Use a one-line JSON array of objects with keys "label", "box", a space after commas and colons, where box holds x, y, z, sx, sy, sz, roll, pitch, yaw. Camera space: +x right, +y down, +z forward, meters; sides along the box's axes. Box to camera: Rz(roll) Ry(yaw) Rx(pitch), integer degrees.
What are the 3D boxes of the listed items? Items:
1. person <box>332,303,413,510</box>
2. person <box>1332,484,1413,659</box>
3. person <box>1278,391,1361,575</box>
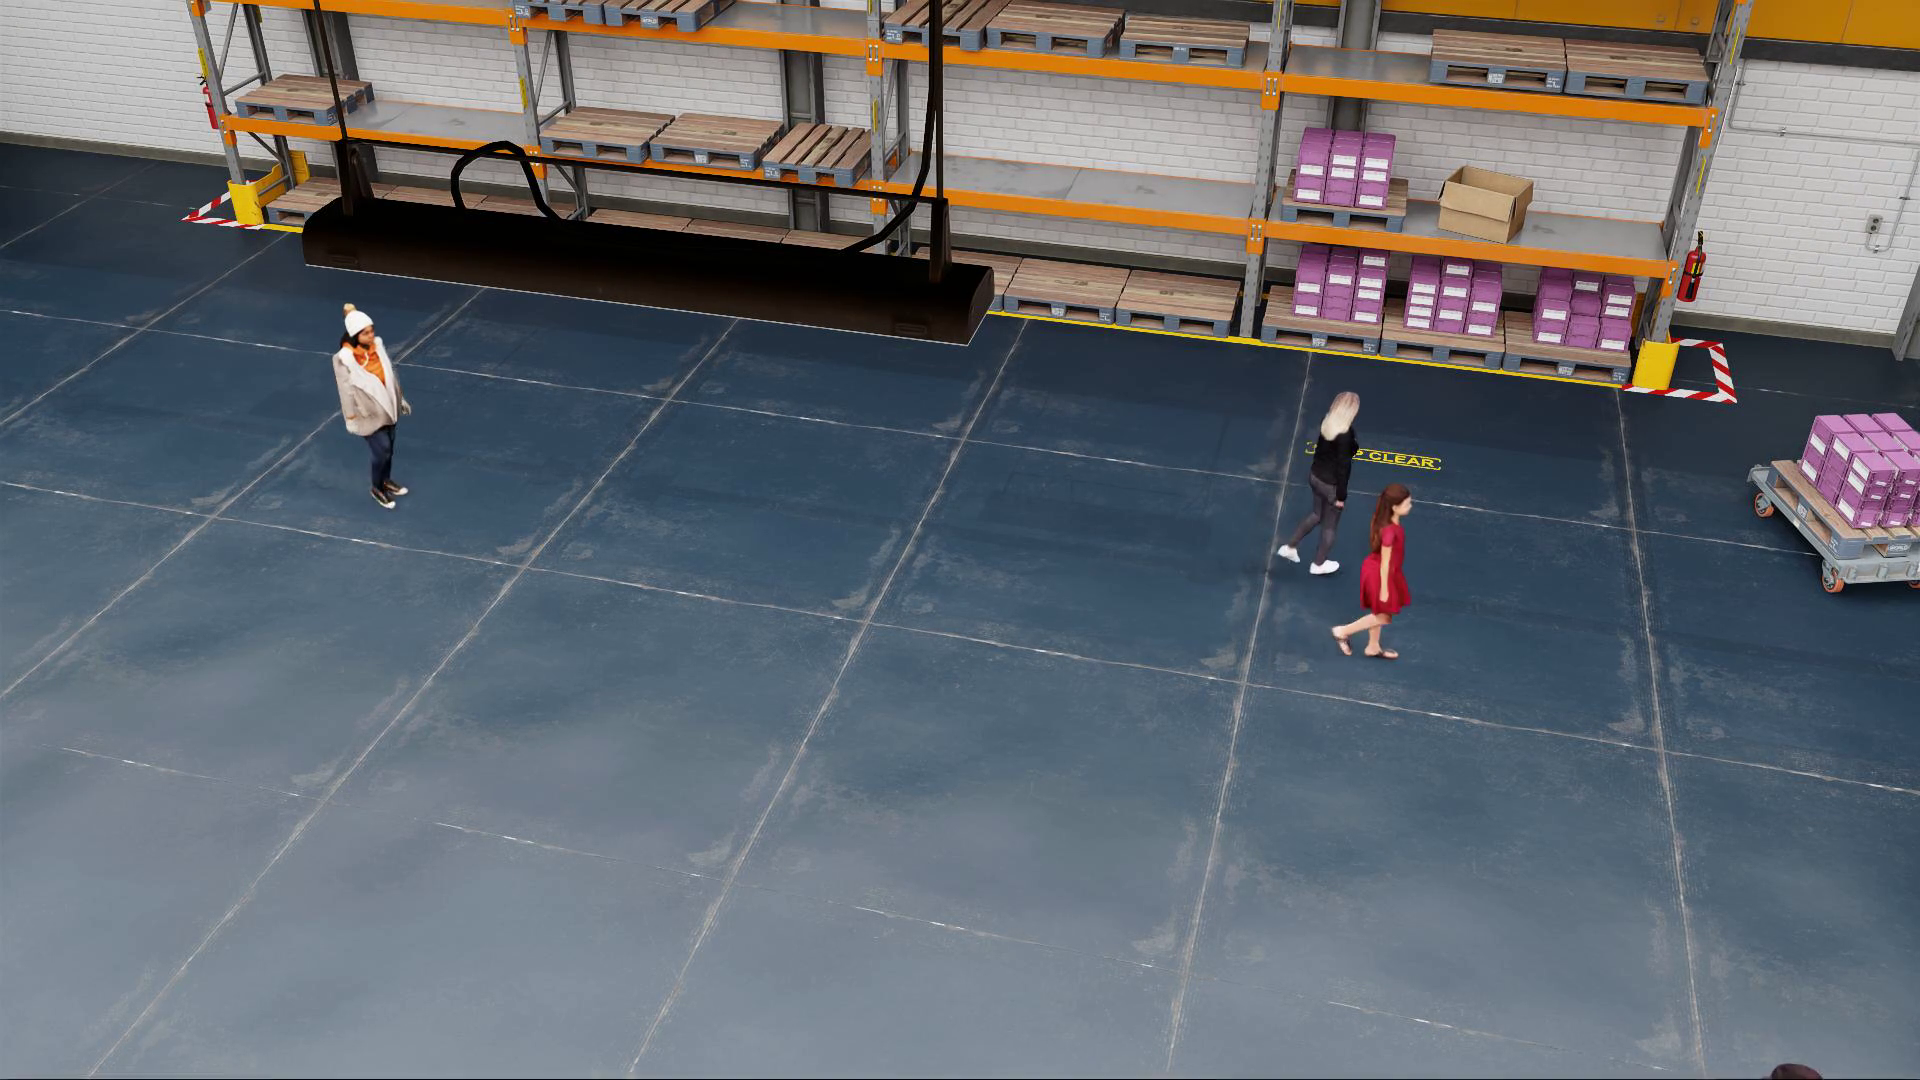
[{"label": "person", "box": [-5.136, -1.190, 14.331, 0.683, 1.881, 0.733, 12, 35, 17]}, {"label": "person", "box": [3.092, 0.255, 12.461, 0.759, 1.546, 0.552, 7, 34, 11]}, {"label": "person", "box": [2.882, -0.430, 13.381, 0.917, 1.669, 0.838, -7, 34, -11]}]
